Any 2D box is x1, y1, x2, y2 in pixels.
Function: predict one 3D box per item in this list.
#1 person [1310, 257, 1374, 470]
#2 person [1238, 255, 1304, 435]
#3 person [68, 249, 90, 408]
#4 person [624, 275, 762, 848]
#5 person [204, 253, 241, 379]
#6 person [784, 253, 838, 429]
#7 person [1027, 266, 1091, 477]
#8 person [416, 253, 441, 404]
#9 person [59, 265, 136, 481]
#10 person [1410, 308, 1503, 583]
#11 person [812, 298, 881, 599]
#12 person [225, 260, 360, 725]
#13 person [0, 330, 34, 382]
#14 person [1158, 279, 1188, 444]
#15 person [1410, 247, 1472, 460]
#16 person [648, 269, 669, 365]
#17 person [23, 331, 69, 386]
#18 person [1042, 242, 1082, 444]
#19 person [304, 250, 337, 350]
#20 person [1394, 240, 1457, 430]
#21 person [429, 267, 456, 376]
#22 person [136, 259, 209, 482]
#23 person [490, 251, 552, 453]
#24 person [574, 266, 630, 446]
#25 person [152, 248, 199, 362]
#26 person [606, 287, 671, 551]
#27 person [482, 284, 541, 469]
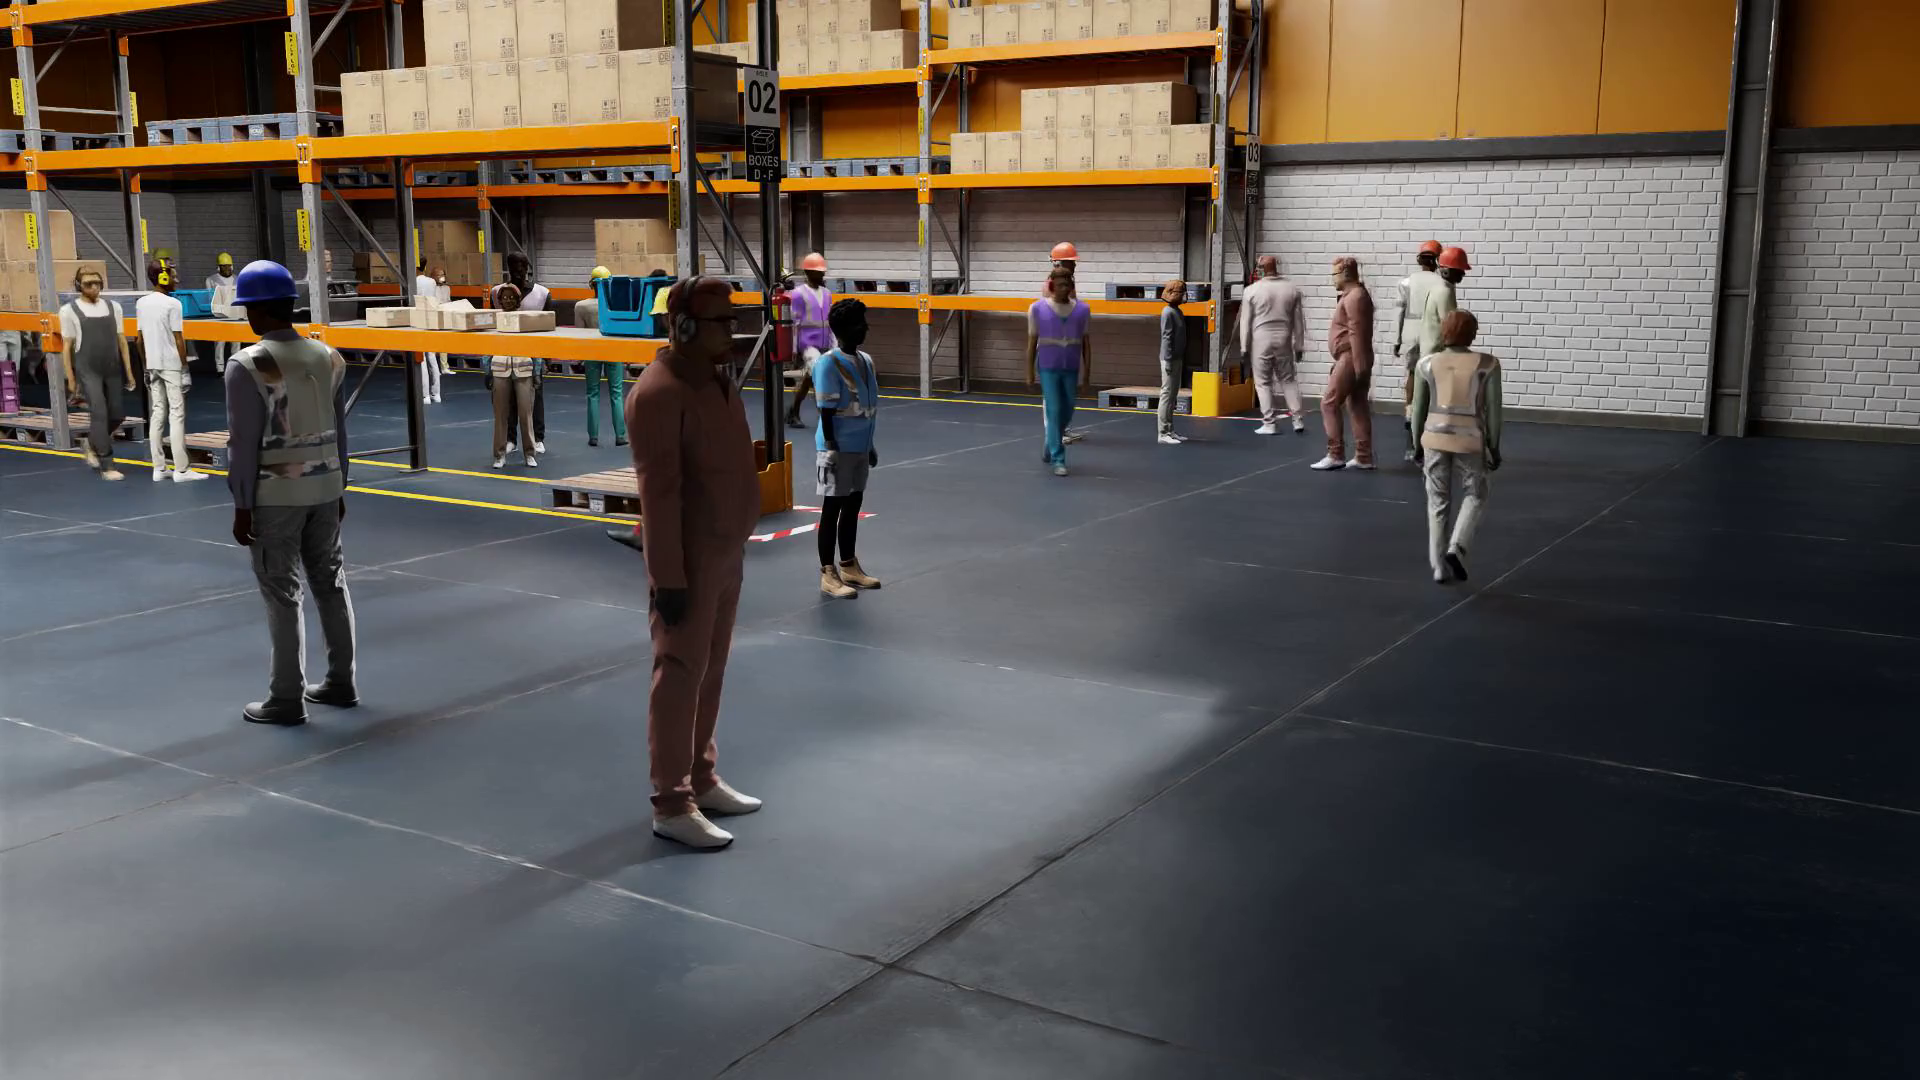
[{"bbox_3d":[3.373,-1.545,14.666,0.677,1.880,0.654,4,11,20],"label":"person"},{"bbox_3d":[3.236,-2.022,17.329,0.681,1.876,0.472,-2,10,-11],"label":"person"},{"bbox_3d":[-10.671,-2.564,20.119,0.630,1.940,0.372,7,12,34],"label":"person"},{"bbox_3d":[-0.871,0.066,5.645,0.403,1.904,0.651,2,10,11],"label":"person"},{"bbox_3d":[-10.732,-3.282,24.392,0.404,1.834,0.592,10,14,43],"label":"person"},{"bbox_3d":[-1.570,-2.088,17.626,0.977,1.895,0.559,8,13,38],"label":"person"},{"bbox_3d":[0.846,-1.486,14.543,0.573,1.807,0.809,-3,11,-15],"label":"person"},{"bbox_3d":[-6.680,-2.619,20.615,0.317,1.870,0.531,4,11,19],"label":"person"},{"bbox_3d":[-7.348,-1.425,14.143,0.734,1.823,0.526,7,12,34],"label":"person"},{"bbox_3d":[2.900,-0.540,9.751,0.540,1.624,0.388,6,12,28],"label":"person"},{"bbox_3d":[-0.642,-0.527,9.499,0.321,1.697,0.529,5,11,26],"label":"person"},{"bbox_3d":[-2.830,-0.199,7.018,0.413,1.938,0.610,4,11,23],"label":"person"},{"bbox_3d":[-11.329,-2.398,19.789,0.580,1.722,0.502,9,13,40],"label":"person"},{"bbox_3d":[2.133,-1.780,16.623,0.274,1.632,0.507,4,11,21],"label":"person"},{"bbox_3d":[4.421,-1.680,15.166,0.613,1.956,0.618,3,11,15],"label":"person"},{"bbox_3d":[-3.559,-2.365,19.749,0.549,1.679,0.610,-4,11,-22],"label":"person"},{"bbox_3d":[-12.695,-3.039,23.106,0.801,1.807,0.596,4,11,21],"label":"person"},{"bbox_3d":[1.018,-1.963,16.634,0.375,1.995,0.609,4,11,23],"label":"person"},{"bbox_3d":[-7.972,-2.687,20.905,0.401,1.904,0.689,-1,10,-5],"label":"person"},{"bbox_3d":[4.849,-2.098,17.296,0.626,2.024,0.431,6,12,31],"label":"person"},{"bbox_3d":[-7.814,-3.280,24.968,0.283,1.626,0.504,5,11,25],"label":"person"},{"bbox_3d":[-6.659,-1.416,13.969,0.512,1.865,0.329,4,11,23],"label":"person"},{"bbox_3d":[-4.169,-1.777,15.832,0.588,1.914,0.392,-1,10,-4],"label":"person"},{"bbox_3d":[-3.515,-1.804,16.387,0.533,1.768,0.311,-1,10,-6],"label":"person"},{"bbox_3d":[-13.181,-3.882,27.555,0.988,1.880,0.604,-4,11,-21],"label":"person"},{"bbox_3d":[-1.838,-0.726,10.520,0.898,1.715,0.537,-1,10,-5],"label":"person"},{"bbox_3d":[-3.984,-1.455,14.806,0.510,1.640,0.308,-3,11,-15],"label":"person"}]
